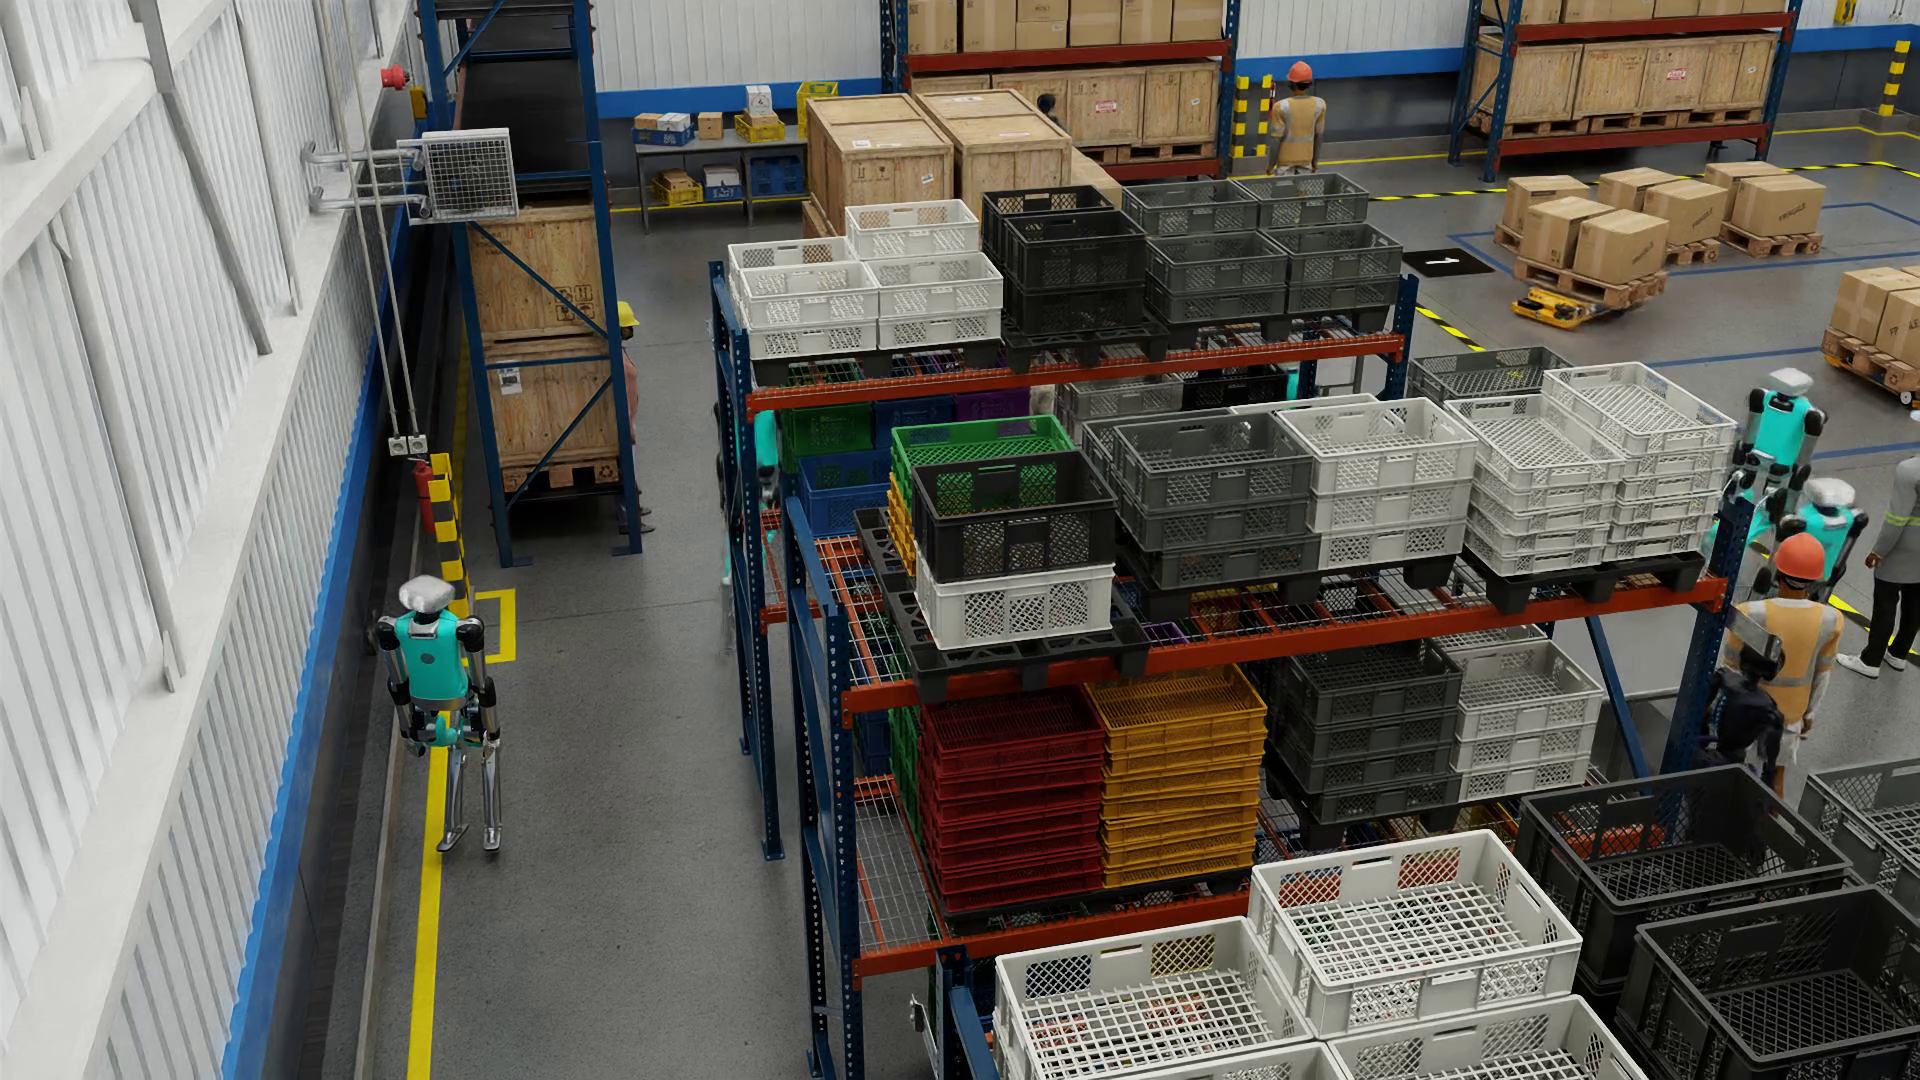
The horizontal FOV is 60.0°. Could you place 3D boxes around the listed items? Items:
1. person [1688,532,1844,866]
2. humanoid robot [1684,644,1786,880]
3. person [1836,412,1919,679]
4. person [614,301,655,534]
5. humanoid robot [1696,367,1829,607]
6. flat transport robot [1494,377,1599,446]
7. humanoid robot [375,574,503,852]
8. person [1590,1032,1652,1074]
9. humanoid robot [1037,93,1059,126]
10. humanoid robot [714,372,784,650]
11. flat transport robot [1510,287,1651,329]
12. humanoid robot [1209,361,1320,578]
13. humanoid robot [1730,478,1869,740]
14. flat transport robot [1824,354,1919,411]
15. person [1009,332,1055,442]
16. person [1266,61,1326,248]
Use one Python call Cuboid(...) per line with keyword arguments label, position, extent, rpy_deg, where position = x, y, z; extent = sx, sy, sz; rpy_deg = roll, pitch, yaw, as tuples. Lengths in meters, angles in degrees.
Cuboid(label="person", position=(4.182, 0.844, 8.656), extent=(0.542, 1.939, 0.360), rpy_deg=(4, 28, 8))
Cuboid(label="humanoid robot", position=(3.794, 1.194, 8.272), extent=(0.328, 1.650, 0.596), rpy_deg=(-8, 29, -15))
Cuboid(label="person", position=(5.898, -0.002, 10.352), extent=(0.596, 1.851, 0.384), rpy_deg=(-10, 29, -18))
Cuboid(label="person", position=(-2.445, -0.892, 12.143), extent=(0.337, 1.761, 0.522), rpy_deg=(-8, 29, -15))
Cuboid(label="humanoid robot", position=(5.099, -0.271, 10.841), extent=(0.735, 1.677, 0.533), rpy_deg=(-14, 31, -24))
Cuboid(label="flat transport robot", position=(4.780, -1.036, 14.013), extent=(0.659, 0.231, 1.431), rpy_deg=(-6, 28, -12))
Cuboid(label="humanoid robot", position=(-2.623, 0.850, 8.718), extent=(0.533, 1.674, 0.735), rpy_deg=(1, 28, 1))
Cuboid(label="person", position=(2.216, 2.309, 5.903), extent=(0.588, 1.914, 0.393), rpy_deg=(18, 33, 30))
Cuboid(label="humanoid robot", position=(0.972, -4.056, 18.248), extent=(0.563, 1.643, 0.602), rpy_deg=(16, 32, 28))
Cuboid(label="humanoid robot", position=(-1.382, -0.102, 10.784), extent=(0.544, 1.881, 0.761), rpy_deg=(7, 29, 14))
Cuboid(label="flat transport robot", position=(6.232, -2.442, 16.650), extent=(1.431, 0.197, 0.652), rpy_deg=(-19, 33, -32))
Cuboid(label="humanoid robot", position=(1.966, -0.437, 11.353), extent=(1.030, 1.759, 0.537), rpy_deg=(-13, 30, -23))
Cuboid(label="humanoid robot", position=(4.794, 0.329, 9.851), extent=(0.530, 1.718, 1.043), rpy_deg=(-6, 28, -10))
Cuboid(label="flat transport robot", position=(8.473, -1.467, 14.800), extent=(0.652, 0.197, 1.431), rpy_deg=(-6, 28, -12))
Cuboid(label="person", position=(0.445, -0.630, 11.566), extent=(0.504, 1.837, 0.336), rpy_deg=(20, 34, 33))
Cuboid(label="person", position=(3.602, -4.128, 17.974), extent=(0.607, 2.048, 0.365), rpy_deg=(-7, 29, -12))
